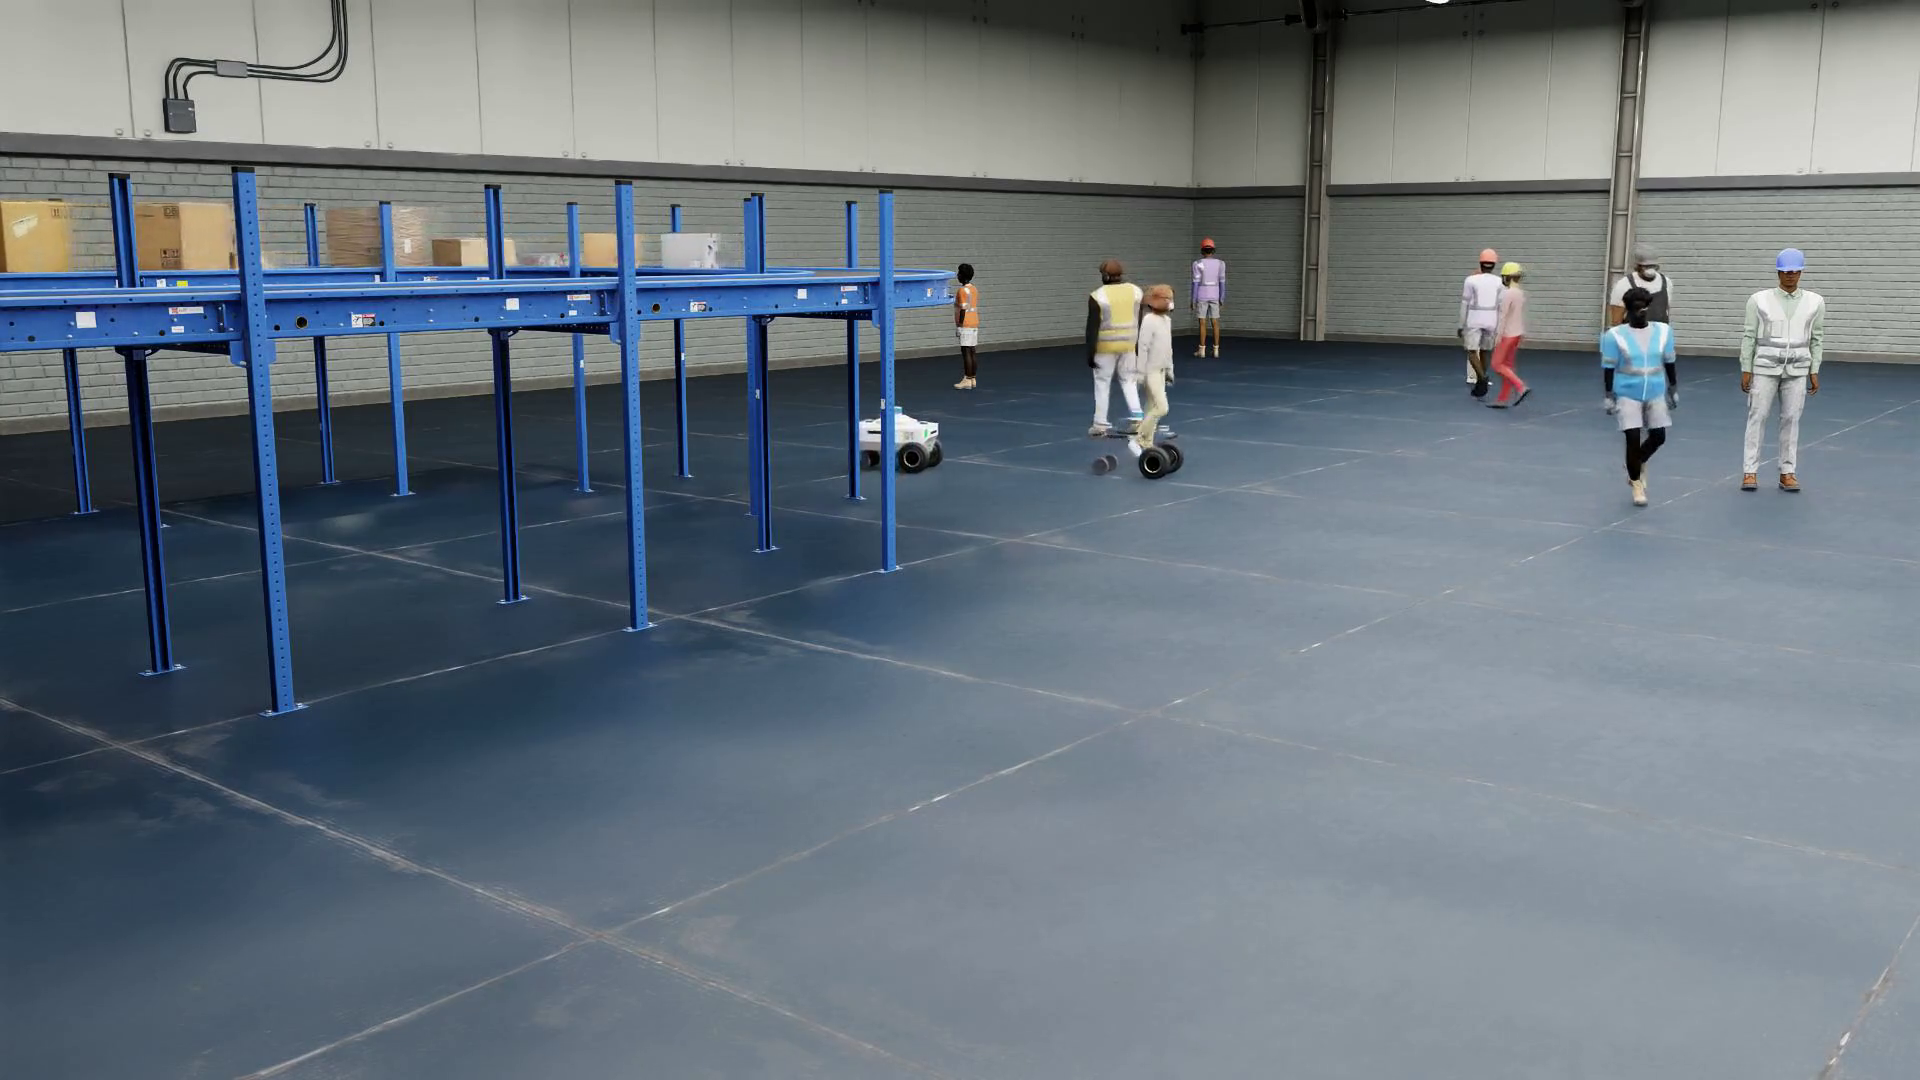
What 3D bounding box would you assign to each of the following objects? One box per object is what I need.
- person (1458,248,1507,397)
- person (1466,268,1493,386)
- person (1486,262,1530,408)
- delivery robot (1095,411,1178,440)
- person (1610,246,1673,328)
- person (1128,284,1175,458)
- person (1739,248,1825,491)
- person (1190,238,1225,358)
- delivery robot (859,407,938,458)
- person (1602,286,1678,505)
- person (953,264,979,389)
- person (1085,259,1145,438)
[{"bbox_3d":[6.731,-2.781,21.379,0.557,1.914,0.786,0,10,0],"label":"person"},{"bbox_3d":[7.278,-2.986,23.241,0.306,1.645,0.522,-1,10,-5],"label":"person"},{"bbox_3d":[6.580,-2.437,19.867,0.492,1.752,0.546,9,13,40],"label":"person"},{"bbox_3d":[1.530,-1.007,14.434,0.698,0.223,0.335,5,11,23],"label":"delivery robot"},{"bbox_3d":[7.791,-2.416,19.103,0.690,2.000,1.096,1,10,6],"label":"person"},{"bbox_3d":[1.777,-1.490,15.007,0.357,1.617,0.510,5,11,26],"label":"person"},{"bbox_3d":[6.644,-1.375,13.474,0.612,1.947,0.388,2,10,12],"label":"person"},{"bbox_3d":[4.274,-4.185,28.788,0.613,2.039,0.388,-3,11,-15],"label":"person"},{"bbox_3d":[-0.566,-0.941,14.789,0.707,0.478,0.477,3,11,18],"label":"delivery robot"},{"bbox_3d":[5.217,-1.124,12.834,0.579,1.672,0.483,1,10,5],"label":"person"},{"bbox_3d":[0.083,-2.915,22.704,0.319,1.696,0.532,3,11,18],"label":"person"},{"bbox_3d":[1.582,-1.946,16.971,0.664,1.826,0.668,-4,11,-19],"label":"person"}]
